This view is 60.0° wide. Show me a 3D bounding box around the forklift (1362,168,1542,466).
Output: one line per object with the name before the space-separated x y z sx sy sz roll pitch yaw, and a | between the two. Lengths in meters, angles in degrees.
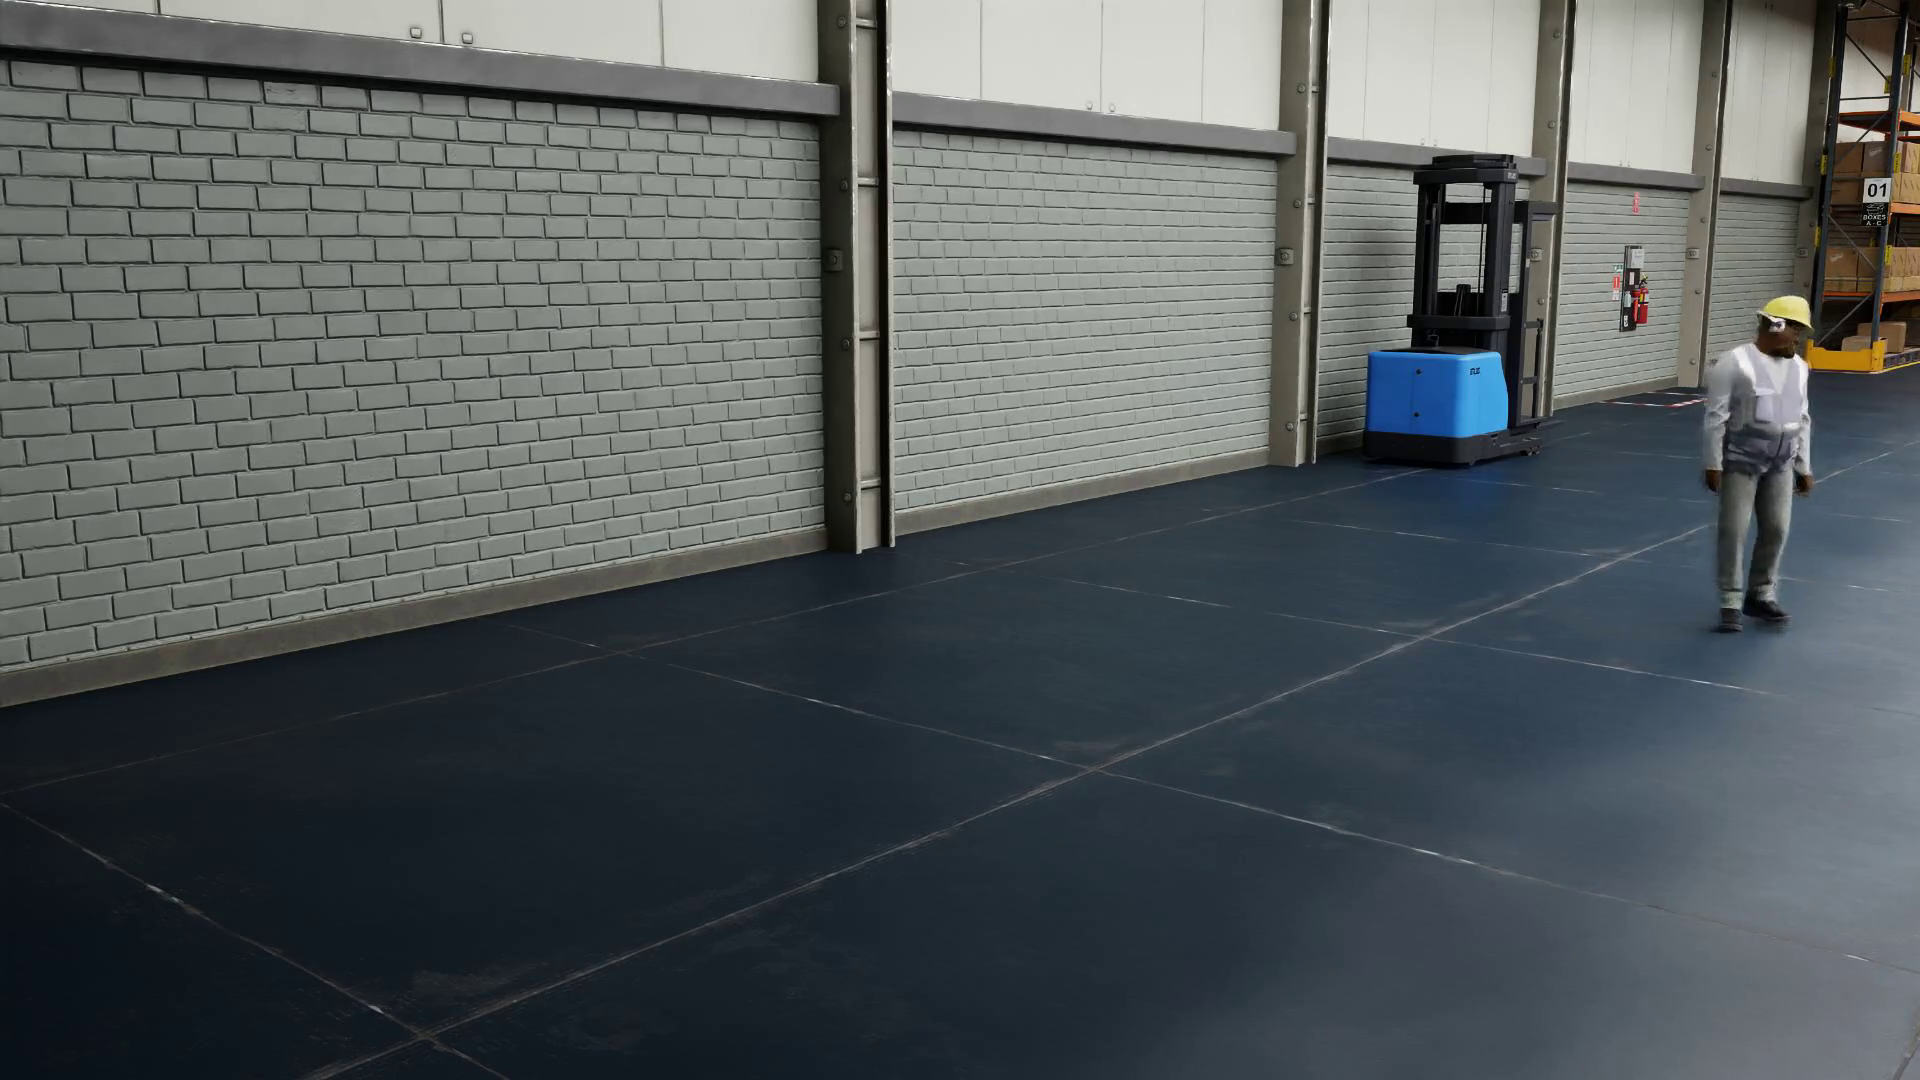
forklift | 4.875 -2.212 16.287 1.129 2.768 1.873 8 13 40

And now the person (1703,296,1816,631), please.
person | 4.315 -0.409 9.016 0.640 1.795 0.413 -2 10 -10
